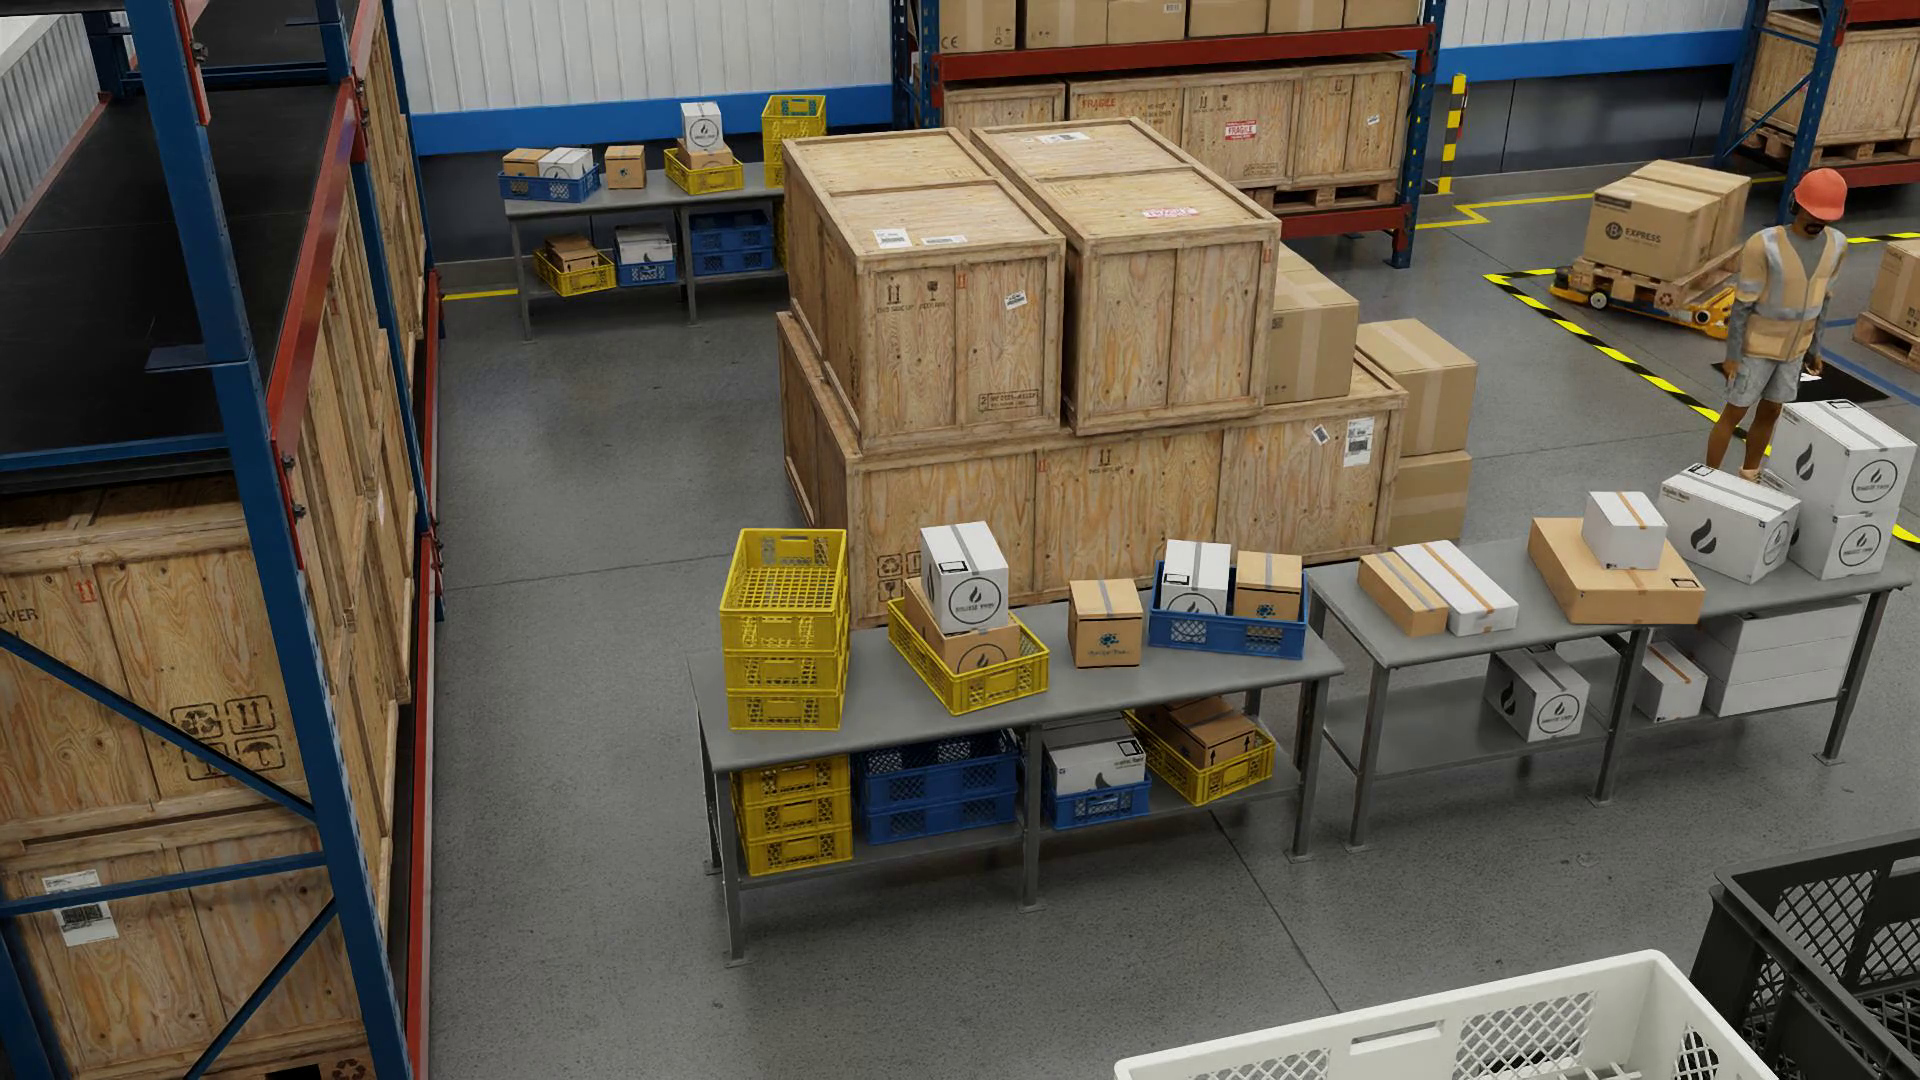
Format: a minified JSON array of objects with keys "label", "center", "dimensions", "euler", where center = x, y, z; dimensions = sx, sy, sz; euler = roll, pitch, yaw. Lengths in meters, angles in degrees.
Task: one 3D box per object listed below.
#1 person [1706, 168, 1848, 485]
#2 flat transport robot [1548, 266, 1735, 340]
[{"label":"person","center":[4.535,-1.066,9.227],"dimensions":[0.605,2.033,0.388],"euler":[-6,29,-10]},{"label":"flat transport robot","center":[5.228,-1.843,12.433],"dimensions":[1.431,0.197,0.652],"euler":[24,37,37]}]
